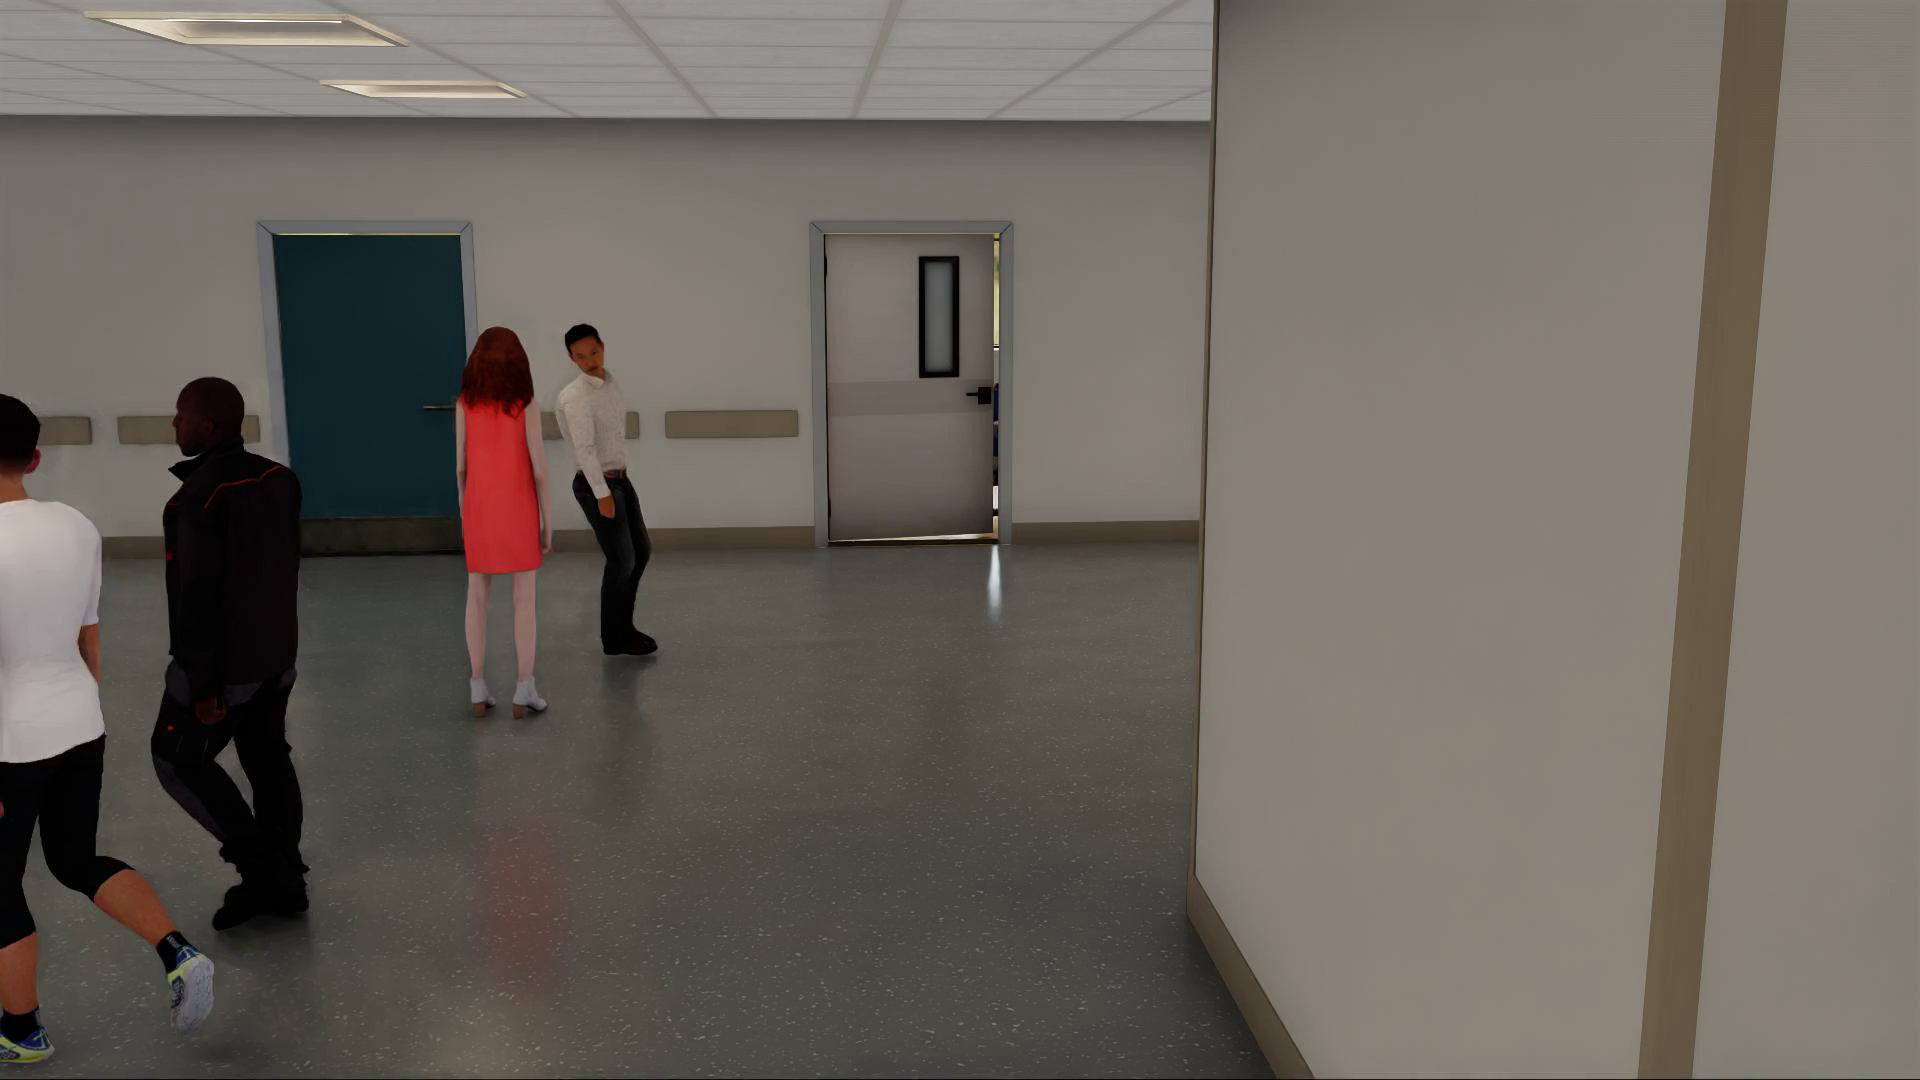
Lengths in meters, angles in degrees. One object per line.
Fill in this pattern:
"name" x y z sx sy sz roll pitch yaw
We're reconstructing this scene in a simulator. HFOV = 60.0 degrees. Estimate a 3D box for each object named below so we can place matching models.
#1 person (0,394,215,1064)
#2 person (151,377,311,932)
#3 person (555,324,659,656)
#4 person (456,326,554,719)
"person" -2.408 0.540 4.471 1.107 1.832 0.923 3 11 14
"person" -2.245 0.375 5.377 0.806 1.817 0.814 3 11 14
"person" -1.940 -0.231 8.720 0.724 1.763 0.754 0 11 0
"person" -2.136 -0.075 7.730 0.506 1.825 0.691 1 11 5
